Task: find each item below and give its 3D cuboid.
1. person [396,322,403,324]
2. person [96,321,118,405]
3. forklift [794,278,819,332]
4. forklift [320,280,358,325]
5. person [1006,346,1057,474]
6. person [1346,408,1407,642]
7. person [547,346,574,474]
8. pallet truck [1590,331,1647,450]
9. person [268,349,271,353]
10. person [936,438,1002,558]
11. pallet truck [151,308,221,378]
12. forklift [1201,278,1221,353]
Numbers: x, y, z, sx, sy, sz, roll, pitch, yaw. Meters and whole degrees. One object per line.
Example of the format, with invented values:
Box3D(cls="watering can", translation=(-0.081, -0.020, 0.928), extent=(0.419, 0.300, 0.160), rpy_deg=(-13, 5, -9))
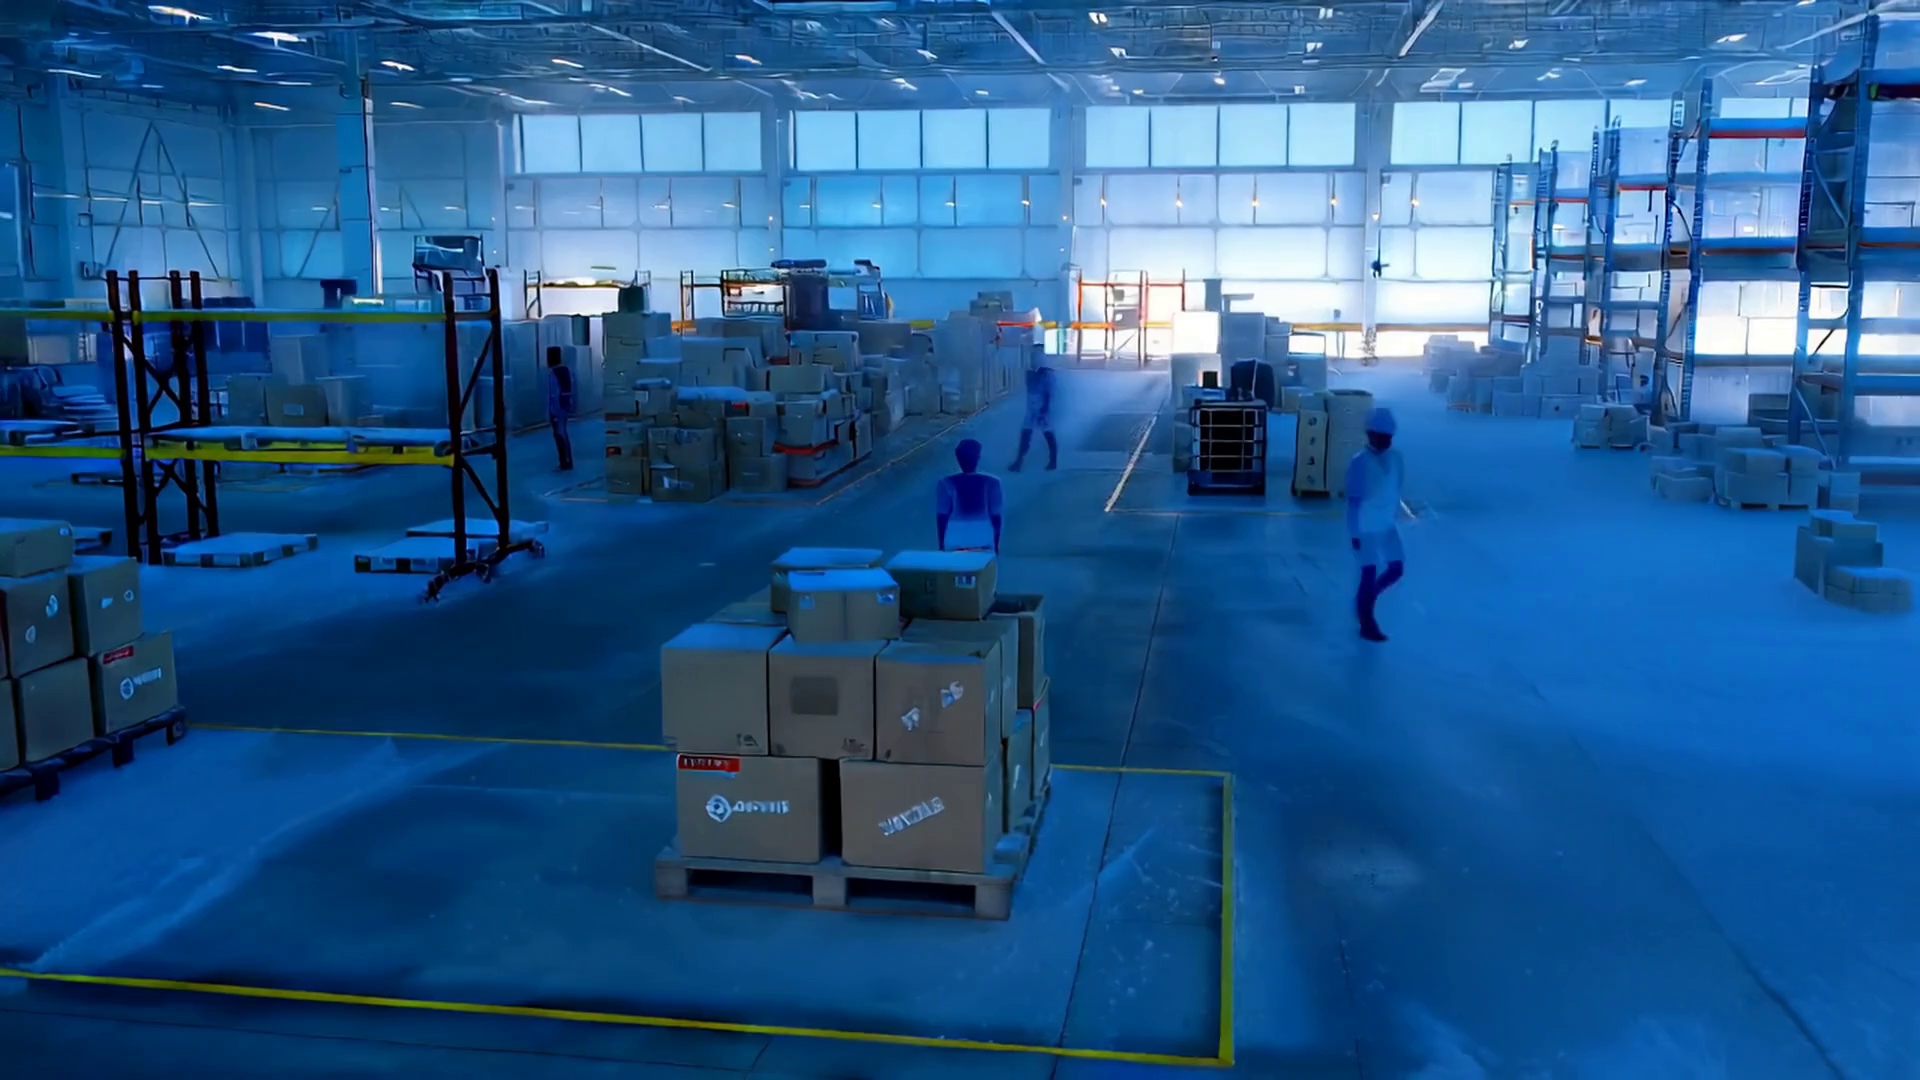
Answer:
Box3D(cls="person", translation=(-15.267, -5.264, 45.446), extent=(0.356, 1.884, 0.574), rpy_deg=(1, 9, 6))
Box3D(cls="person", translation=(-19.246, -3.984, 37.442), extent=(0.479, 1.925, 0.629), rpy_deg=(-6, 11, -33))
Box3D(cls="forklift", translation=(-3.932, -5.317, 42.705), extent=(1.873, 2.768, 1.129), rpy_deg=(-4, 10, -24))
Box3D(cls="forklift", translation=(-13.331, -4.204, 35.844), extent=(1.873, 2.768, 1.129), rpy_deg=(1, 9, 9))
Box3D(cls="person", translation=(1.132, -1.943, 24.871), extent=(0.623, 1.912, 1.002), rpy_deg=(8, 12, 42))
Box3D(cls="person", translation=(3.405, -0.123, 13.624), extent=(0.570, 1.920, 0.430), rpy_deg=(-5, 11, -30))
Box3D(cls="person", translation=(-5.966, -1.933, 24.801), extent=(0.369, 1.915, 0.597), rpy_deg=(1, 9, 4))
Box3D(cls="pallet truck", translation=(11.253, -2.573, 28.499), extent=(0.823, 1.965, 1.885), rpy_deg=(5, 10, 27))
Box3D(cls="person", translation=(-11.102, -2.307, 27.208), extent=(1.025, 1.876, 0.556), rpy_deg=(1, 9, 5))
Box3D(cls="person", translation=(0.070, 0.031, 13.352), extent=(0.537, 1.699, 0.321), rpy_deg=(-1, 9, -5))
Box3D(cls="pallet truck", translation=(-21.869, -5.598, 47.154), extent=(0.823, 1.965, 1.885), rpy_deg=(4, 10, 26))
Box3D(cls="forklift", translation=(6.553, -5.432, 43.417), extent=(1.873, 2.768, 1.129), rpy_deg=(0, 9, 0))
